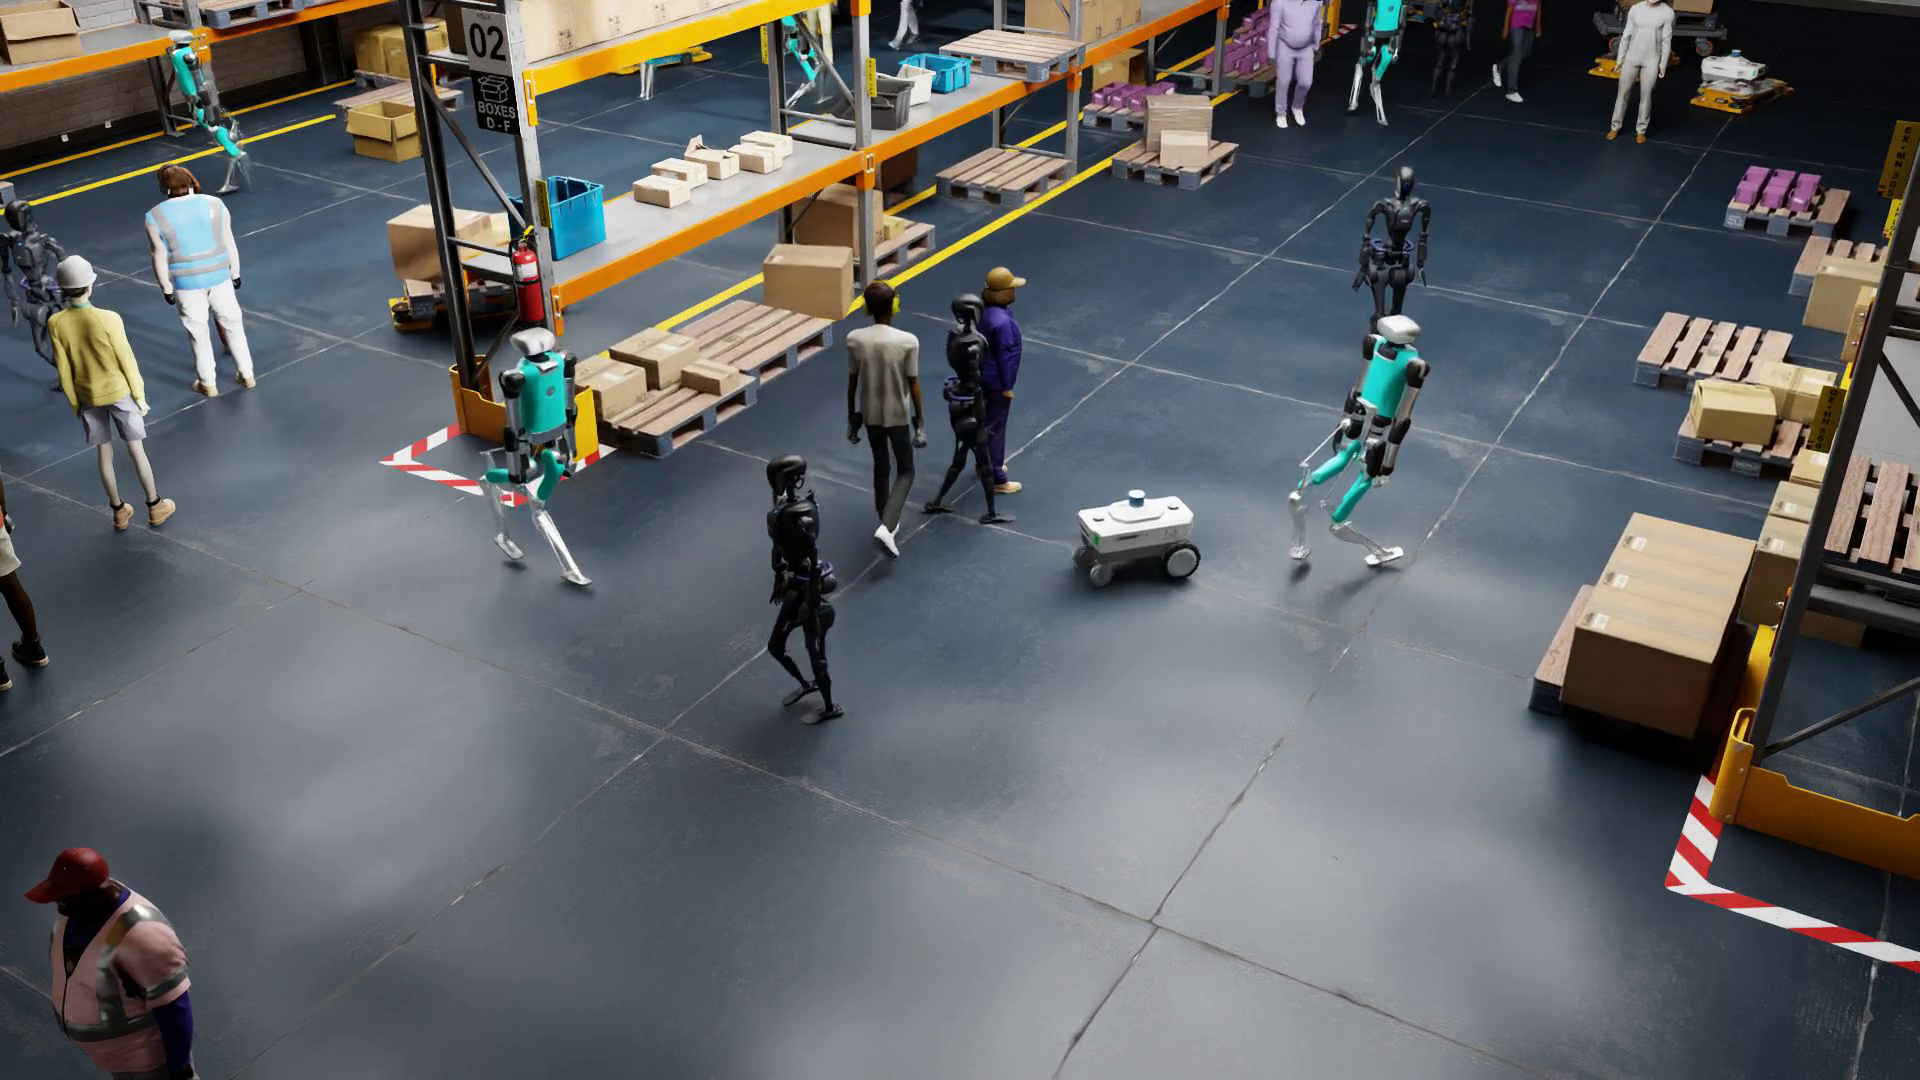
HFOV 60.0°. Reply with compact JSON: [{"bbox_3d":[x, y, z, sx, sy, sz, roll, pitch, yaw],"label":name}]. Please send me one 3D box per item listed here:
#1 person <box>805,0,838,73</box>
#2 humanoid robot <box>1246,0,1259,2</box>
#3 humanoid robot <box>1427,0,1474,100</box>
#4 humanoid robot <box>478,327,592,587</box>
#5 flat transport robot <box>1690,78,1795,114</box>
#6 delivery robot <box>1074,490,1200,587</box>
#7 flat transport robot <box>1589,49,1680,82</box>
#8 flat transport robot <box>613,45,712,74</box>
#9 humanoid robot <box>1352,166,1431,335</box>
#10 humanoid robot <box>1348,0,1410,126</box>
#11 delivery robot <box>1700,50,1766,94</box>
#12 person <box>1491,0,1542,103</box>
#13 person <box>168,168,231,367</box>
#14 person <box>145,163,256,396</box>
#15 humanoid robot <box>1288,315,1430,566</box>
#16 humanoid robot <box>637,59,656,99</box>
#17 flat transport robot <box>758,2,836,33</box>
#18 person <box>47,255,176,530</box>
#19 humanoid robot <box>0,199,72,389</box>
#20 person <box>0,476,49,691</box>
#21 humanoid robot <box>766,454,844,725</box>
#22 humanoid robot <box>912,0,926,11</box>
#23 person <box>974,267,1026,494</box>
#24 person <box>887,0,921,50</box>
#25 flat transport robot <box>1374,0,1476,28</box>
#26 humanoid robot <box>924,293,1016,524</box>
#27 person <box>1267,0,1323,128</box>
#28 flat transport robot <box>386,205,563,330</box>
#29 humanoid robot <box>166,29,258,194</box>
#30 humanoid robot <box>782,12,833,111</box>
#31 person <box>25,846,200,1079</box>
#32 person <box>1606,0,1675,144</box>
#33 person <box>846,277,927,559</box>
[{"bbox_3d":[-1.878,-7.019,21.886,0.577,1.708,0.846,-3,30,-4],"label":"person"},{"bbox_3d":[4.609,-9.192,25.768,0.358,1.641,0.589,-25,38,-37],"label":"humanoid robot"},{"bbox_3d":[6.135,-6.355,20.751,0.341,1.648,0.602,-18,34,-29],"label":"humanoid robot"},{"bbox_3d":[-2.768,-0.557,10.481,1.028,1.759,0.539,21,36,32],"label":"humanoid robot"},{"bbox_3d":[9.828,-5.605,20.856,1.431,0.231,0.659,-24,37,-35],"label":"flat transport robot"},{"bbox_3d":[1.126,-0.039,10.712,0.777,0.587,0.499,-9,31,-15],"label":"delivery robot"},{"bbox_3d":[9.027,-6.372,22.214,0.659,0.231,1.431,24,37,36],"label":"flat transport robot"},{"bbox_3d":[-4.146,-6.563,22.551,1.431,0.231,0.659,-22,36,-34],"label":"flat transport robot"},{"bbox_3d":[3.489,-2.270,13.551,0.612,1.634,0.656,-4,30,-7],"label":"humanoid robot"},{"bbox_3d":[4.944,-5.890,19.896,0.532,1.782,0.872,-5,30,-9],"label":"humanoid robot"},{"bbox_3d":[9.803,-5.897,21.083,0.766,0.594,0.528,26,38,37],"label":"delivery robot"},{"bbox_3d":[6.997,-6.471,20.806,0.540,1.833,0.702,-16,33,-26],"label":"person"},{"bbox_3d":[-6.151,-2.219,13.477,0.276,1.632,0.506,20,35,32],"label":"person"},{"bbox_3d":[-5.911,-2.022,12.935,0.624,1.838,0.431,-21,36,-32],"label":"person"},{"bbox_3d":[2.404,-0.520,10.397,0.960,1.757,0.550,-14,32,-23],"label":"humanoid robot"},{"bbox_3d":[-3.958,-6.355,20.771,0.554,1.861,0.704,14,32,23],"label":"humanoid robot"},{"bbox_3d":[-2.560,-7.670,24.509,0.659,0.231,1.431,-19,35,-30],"label":"flat transport robot"},{"bbox_3d":[-5.637,-0.953,10.982,0.485,1.889,0.394,-6,30,-10],"label":"person"},{"bbox_3d":[-6.981,-1.848,12.786,0.608,1.648,0.461,4,30,6],"label":"humanoid robot"},{"bbox_3d":[-5.597,-0.058,9.322,0.368,1.966,0.602,13,32,21],"label":"person"},{"bbox_3d":[-0.843,0.282,9.011,0.367,1.650,0.587,-15,33,-25],"label":"humanoid robot"},{"bbox_3d":[-0.671,-8.974,25.393,0.591,1.634,0.579,-4,30,-7],"label":"humanoid robot"},{"bbox_3d":[0.268,-1.121,11.544,0.350,1.623,0.457,-7,30,-13],"label":"person"},{"bbox_3d":[-0.798,-7.818,23.121,0.482,1.893,0.997,18,34,28],"label":"person"},{"bbox_3d":[6.910,-7.882,24.884,0.659,0.231,1.431,-26,39,-38],"label":"flat transport robot"},{"bbox_3d":[0.060,-0.888,11.113,0.607,1.646,0.609,-5,30,-9],"label":"humanoid robot"},{"bbox_3d":[3.903,-5.758,19.494,0.670,1.874,0.507,-3,30,-5],"label":"person"},{"bbox_3d":[-4.287,-2.128,14.706,1.431,0.231,0.659,-11,31,-18],"label":"flat transport robot"},{"bbox_3d":[-7.699,-4.378,17.310,0.542,1.901,0.724,26,38,38],"label":"humanoid robot"},{"bbox_3d":[-1.831,-6.025,20.139,1.047,1.744,0.552,-19,35,-31],"label":"humanoid robot"},{"bbox_3d":[-3.079,1.839,6.180,0.611,1.755,0.419,17,34,27],"label":"person"},{"bbox_3d":[7.810,-5.498,19.032,0.560,1.887,0.399,15,33,25],"label":"person"},{"bbox_3d":[-0.496,-0.732,10.644,0.549,1.837,0.633,9,31,16],"label":"person"}]
